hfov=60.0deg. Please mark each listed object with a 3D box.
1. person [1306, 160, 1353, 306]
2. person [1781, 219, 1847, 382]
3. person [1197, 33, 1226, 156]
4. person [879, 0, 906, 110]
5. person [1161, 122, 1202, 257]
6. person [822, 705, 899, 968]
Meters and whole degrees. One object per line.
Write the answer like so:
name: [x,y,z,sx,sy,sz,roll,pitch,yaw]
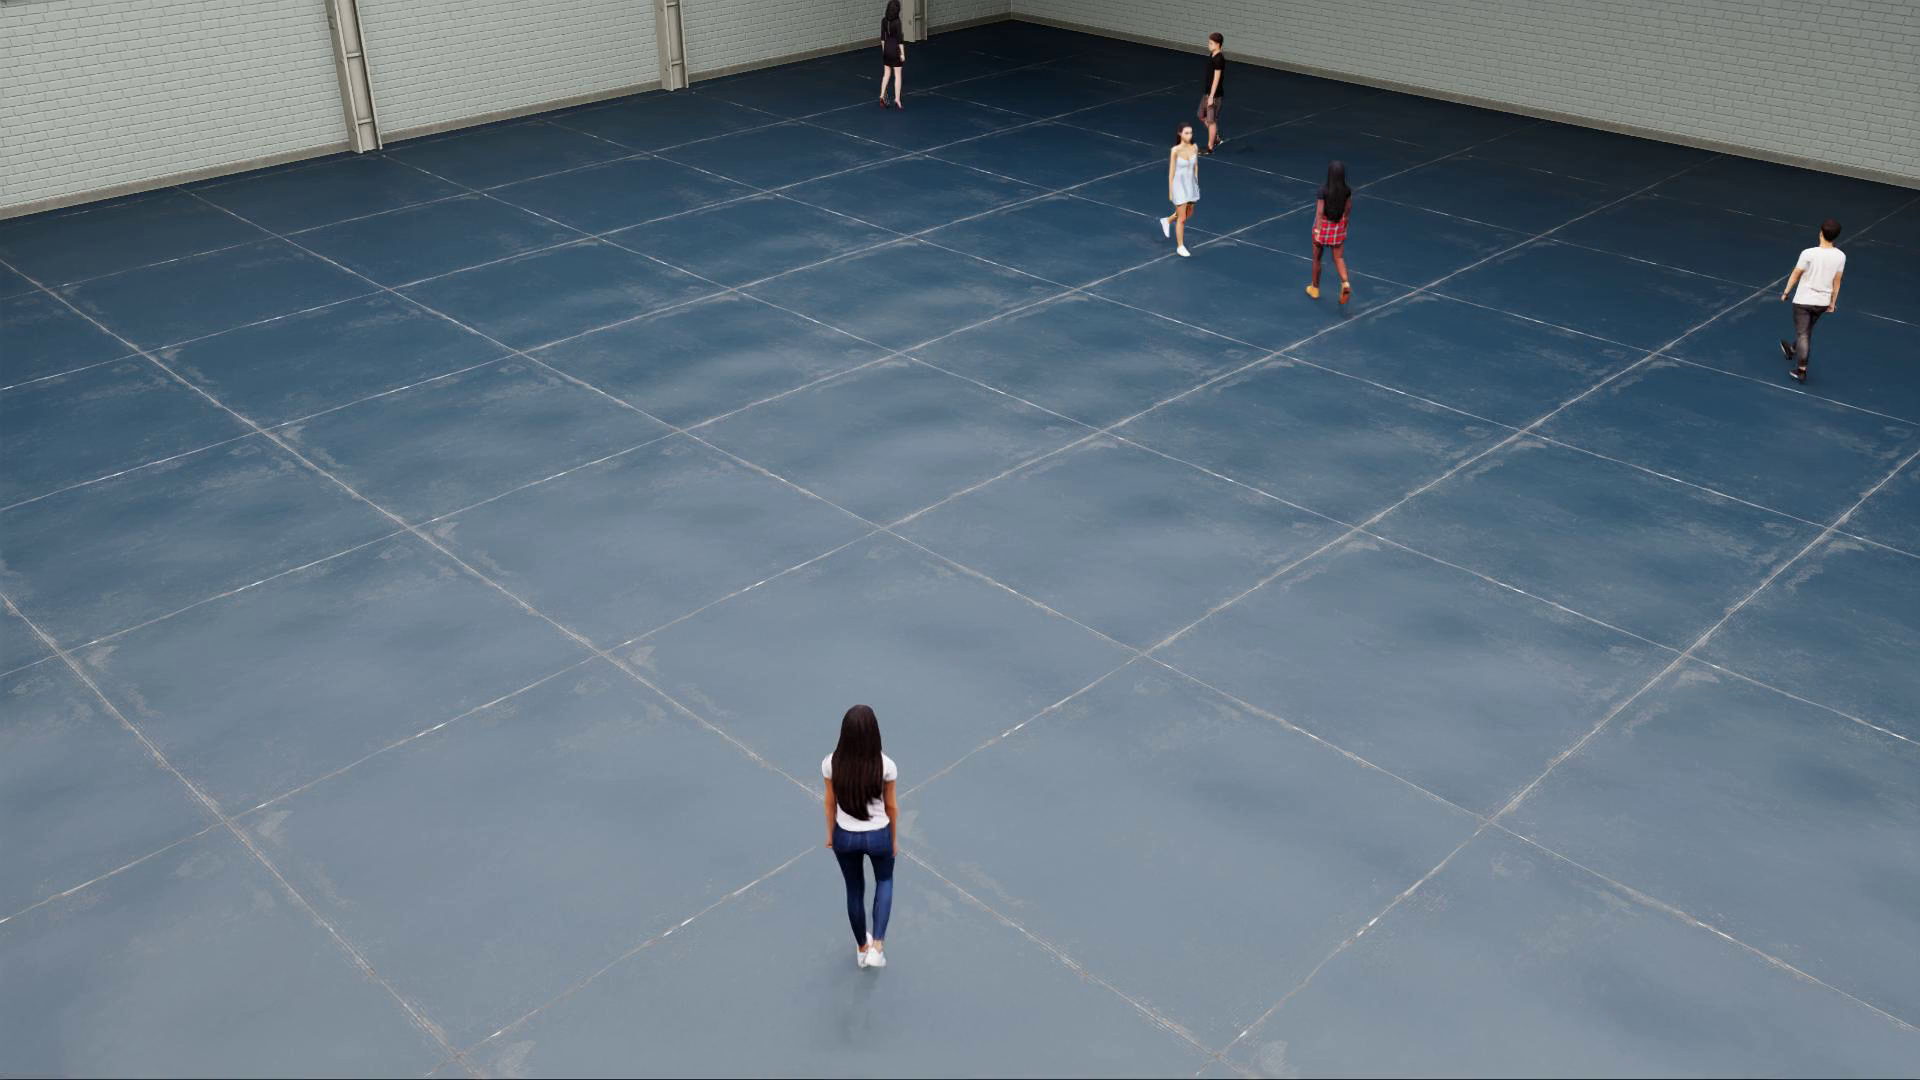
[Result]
person: [4.410,-3.598,19.644,1.077,1.705,0.999,-7,29,-13]
person: [9.060,-2.521,17.647,1.058,1.681,1.114,0,28,0]
person: [3.979,-6.884,25.654,0.909,1.856,0.860,-2,28,-4]
person: [-1.160,-8.238,28.255,0.599,1.800,0.577,22,35,35]
person: [2.818,-4.544,21.406,0.905,1.717,0.793,-17,32,-29]
person: [-0.569,1.776,9.492,0.785,1.762,0.850,2,28,3]
